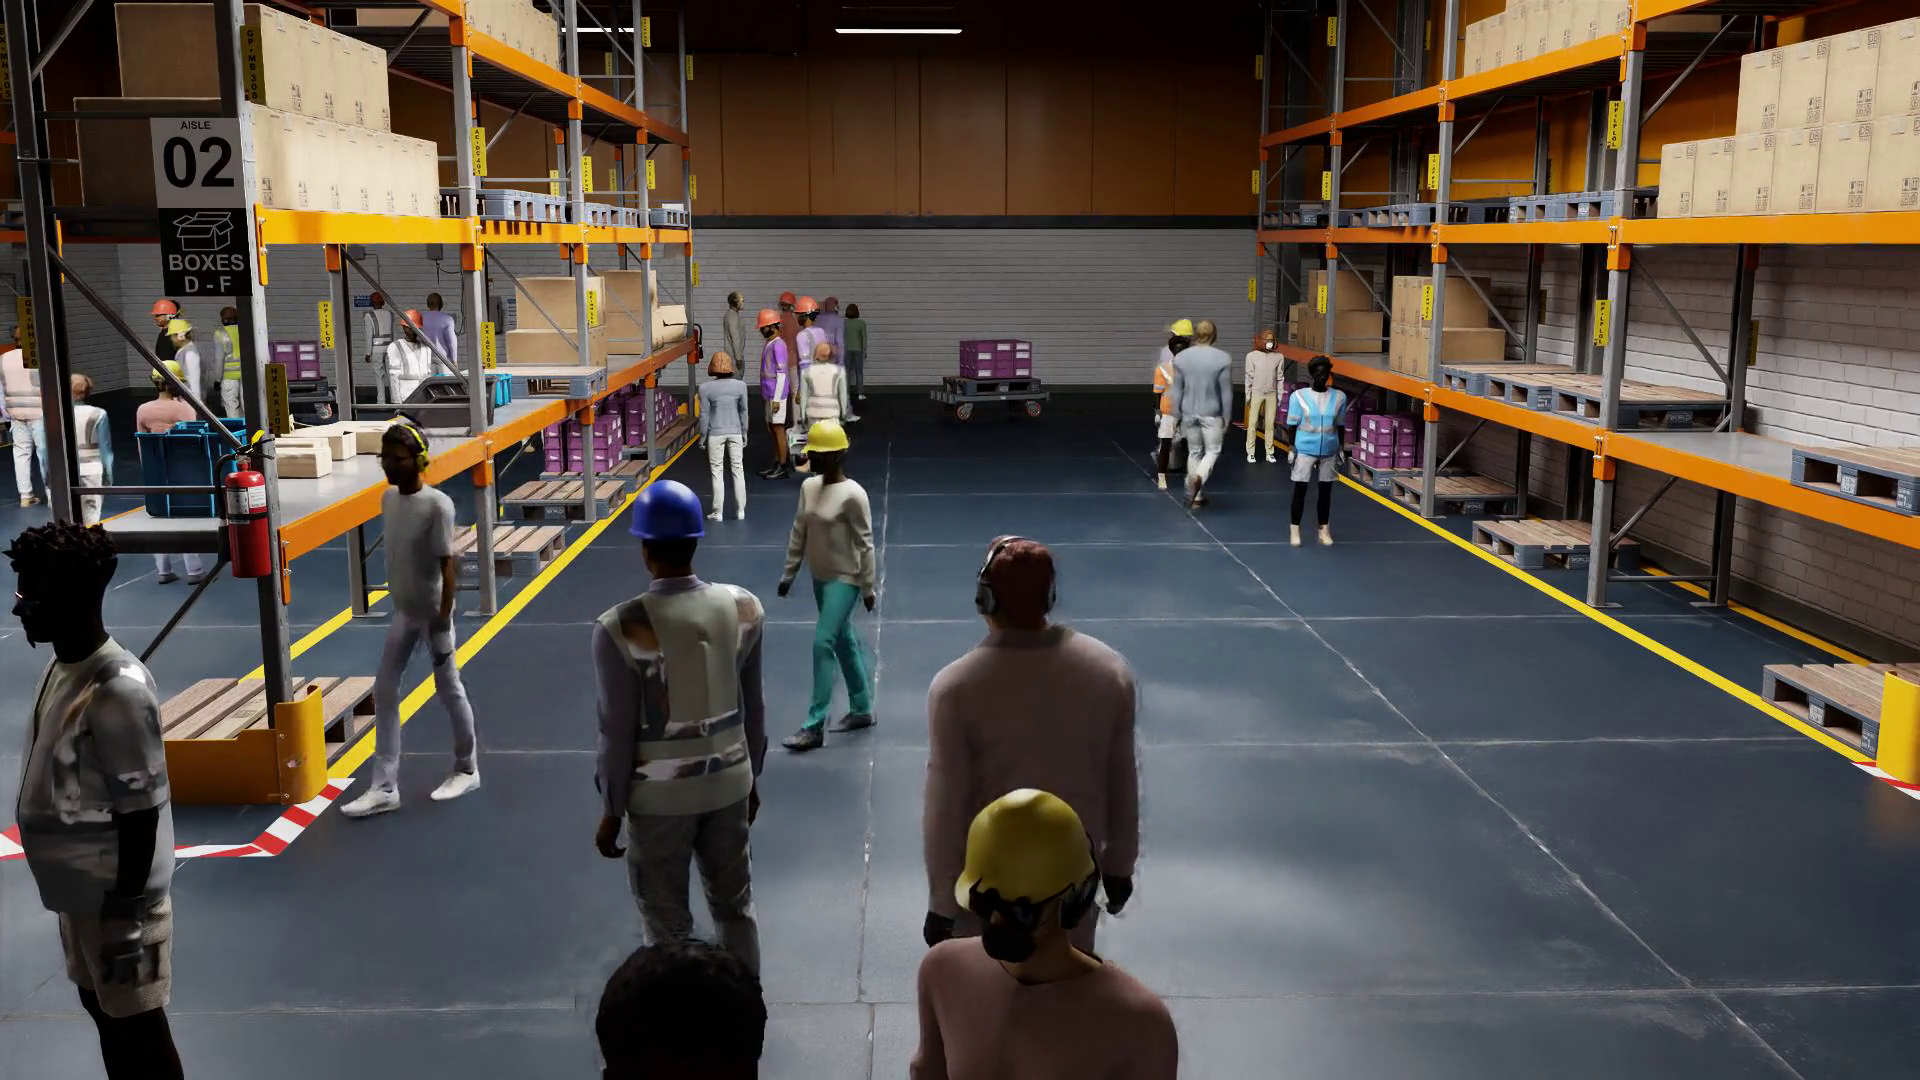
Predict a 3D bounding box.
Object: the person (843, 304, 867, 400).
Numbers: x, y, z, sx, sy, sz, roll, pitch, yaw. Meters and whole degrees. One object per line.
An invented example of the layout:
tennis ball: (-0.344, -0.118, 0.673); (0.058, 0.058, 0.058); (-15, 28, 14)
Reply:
person: (-1.826, -3.199, 28.300); (0.500, 1.633, 0.286); (1, 10, 7)

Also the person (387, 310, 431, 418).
person: (-6.084, -1.598, 18.551); (0.376, 1.932, 0.543); (7, 12, 33)

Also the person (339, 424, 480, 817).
person: (-2.585, 0.383, 7.762); (0.548, 1.836, 0.856); (6, 12, 31)

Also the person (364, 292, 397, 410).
person: (-9.252, -3.018, 26.592); (0.346, 1.885, 0.578); (7, 12, 34)

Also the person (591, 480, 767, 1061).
person: (-0.884, 0.780, 5.259); (0.605, 1.948, 0.406); (-9, 13, -40)

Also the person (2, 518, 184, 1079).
person: (-2.318, 0.911, 4.479); (0.367, 1.966, 0.606); (-9, 14, -42)

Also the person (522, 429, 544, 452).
person: (-5.426, -2.038, 21.292); (0.619, 1.836, 0.430); (-7, 12, -33)

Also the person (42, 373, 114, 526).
person: (-7.140, -0.538, 13.490); (0.528, 1.625, 0.381); (-2, 10, -12)

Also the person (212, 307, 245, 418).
person: (-9.479, -2.122, 21.725); (0.429, 1.840, 0.636); (6, 12, 28)

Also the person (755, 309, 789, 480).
person: (-2.125, -1.643, 18.813); (0.366, 1.930, 0.542); (-3, 11, -18)

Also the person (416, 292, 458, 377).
person: (-7.680, -2.665, 24.477); (0.629, 1.940, 0.372); (2, 10, 12)

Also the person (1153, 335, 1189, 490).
person: (2.340, -1.367, 17.961); (0.533, 1.687, 0.320); (-2, 10, -10)

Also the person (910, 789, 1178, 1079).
person: (0.121, 1.286, 2.956); (0.534, 1.765, 0.325); (6, 12, 30)

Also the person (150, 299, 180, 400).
person: (-9.445, -1.878, 19.934); (0.611, 1.995, 0.375); (9, 13, 40)

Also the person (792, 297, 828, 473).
person: (-1.756, -1.796, 19.342); (0.394, 2.044, 0.609); (4, 11, 21)

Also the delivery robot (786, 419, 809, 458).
delivery robot: (-1.899, -1.204, 19.933); (0.477, 0.478, 0.707); (-2, 10, -10)

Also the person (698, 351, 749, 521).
person: (-2.277, -0.995, 16.024); (0.498, 1.634, 0.279); (-5, 11, -25)

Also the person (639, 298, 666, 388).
person: (-4.629, -2.729, 24.864); (0.374, 1.927, 0.542); (9, 14, 42)

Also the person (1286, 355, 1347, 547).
person: (3.134, -0.779, 14.641); (0.540, 1.695, 0.317); (-1, 10, -5)

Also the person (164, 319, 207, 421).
person: (-8.934, -1.656, 19.247); (0.415, 1.804, 0.592); (-5, 12, -28)

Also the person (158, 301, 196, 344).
person: (-11.354, -2.561, 24.211); (0.534, 1.823, 0.929); (-7, 12, -32)

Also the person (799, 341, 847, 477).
person: (-1.478, -1.337, 17.941); (0.524, 1.618, 0.567); (0, 10, 1)

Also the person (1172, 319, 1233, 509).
person: (2.372, -1.228, 16.514); (0.638, 1.923, 0.718); (5, 12, 28)

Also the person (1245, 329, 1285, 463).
person: (3.700, -1.747, 20.238); (0.496, 1.629, 0.277); (-1, 10, -8)

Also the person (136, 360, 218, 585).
person: (-6.153, -0.521, 13.032); (0.523, 1.762, 0.329); (2, 10, 11)

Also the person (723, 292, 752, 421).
person: (-3.352, -2.742, 24.908); (0.372, 1.940, 0.632); (-3, 11, -15)

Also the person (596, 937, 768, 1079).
person: (-0.388, 1.367, 2.135); (0.604, 1.897, 0.509); (-6, 12, -29)

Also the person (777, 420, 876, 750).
person: (-0.763, 0.236, 8.890); (0.790, 1.738, 0.533); (-8, 13, -37)

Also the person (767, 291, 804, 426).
person: (-2.408, -2.494, 23.391); (0.617, 2.002, 0.389); (3, 11, 18)

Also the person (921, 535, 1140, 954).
person: (0.227, 0.933, 4.607); (0.684, 1.882, 0.664); (-5, 11, -27)

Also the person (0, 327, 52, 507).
person: (-9.395, -1.246, 16.856); (0.626, 1.840, 0.430); (1, 10, 4)

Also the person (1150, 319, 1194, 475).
person: (2.422, -1.611, 18.964); (0.562, 1.811, 0.596); (-5, 12, -28)

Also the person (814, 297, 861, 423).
person: (-1.848, -2.619, 24.421); (0.654, 1.865, 0.898); (7, 12, 33)
